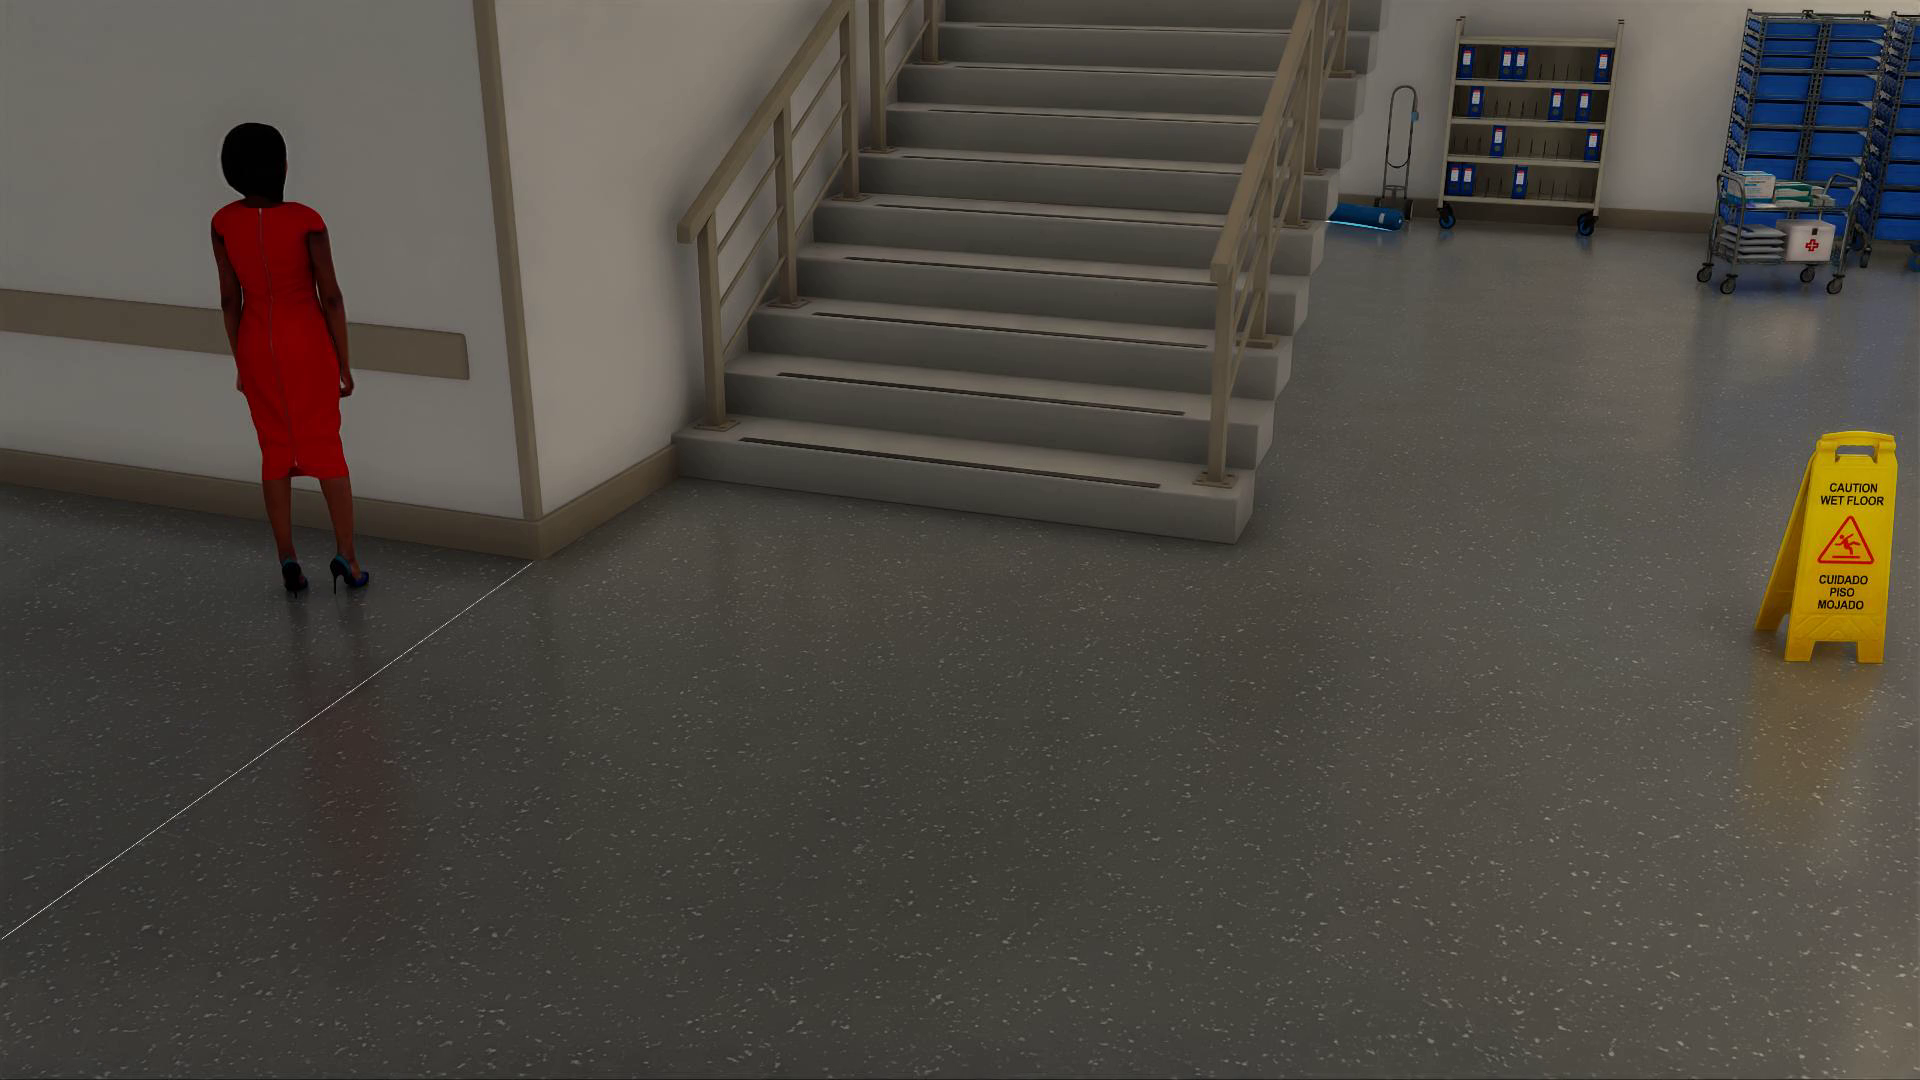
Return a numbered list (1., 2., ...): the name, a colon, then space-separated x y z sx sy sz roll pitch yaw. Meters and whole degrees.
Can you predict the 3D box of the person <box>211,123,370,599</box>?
1. person: -2.462 -0.639 6.097 0.640 1.743 0.634 -2 21 -4
